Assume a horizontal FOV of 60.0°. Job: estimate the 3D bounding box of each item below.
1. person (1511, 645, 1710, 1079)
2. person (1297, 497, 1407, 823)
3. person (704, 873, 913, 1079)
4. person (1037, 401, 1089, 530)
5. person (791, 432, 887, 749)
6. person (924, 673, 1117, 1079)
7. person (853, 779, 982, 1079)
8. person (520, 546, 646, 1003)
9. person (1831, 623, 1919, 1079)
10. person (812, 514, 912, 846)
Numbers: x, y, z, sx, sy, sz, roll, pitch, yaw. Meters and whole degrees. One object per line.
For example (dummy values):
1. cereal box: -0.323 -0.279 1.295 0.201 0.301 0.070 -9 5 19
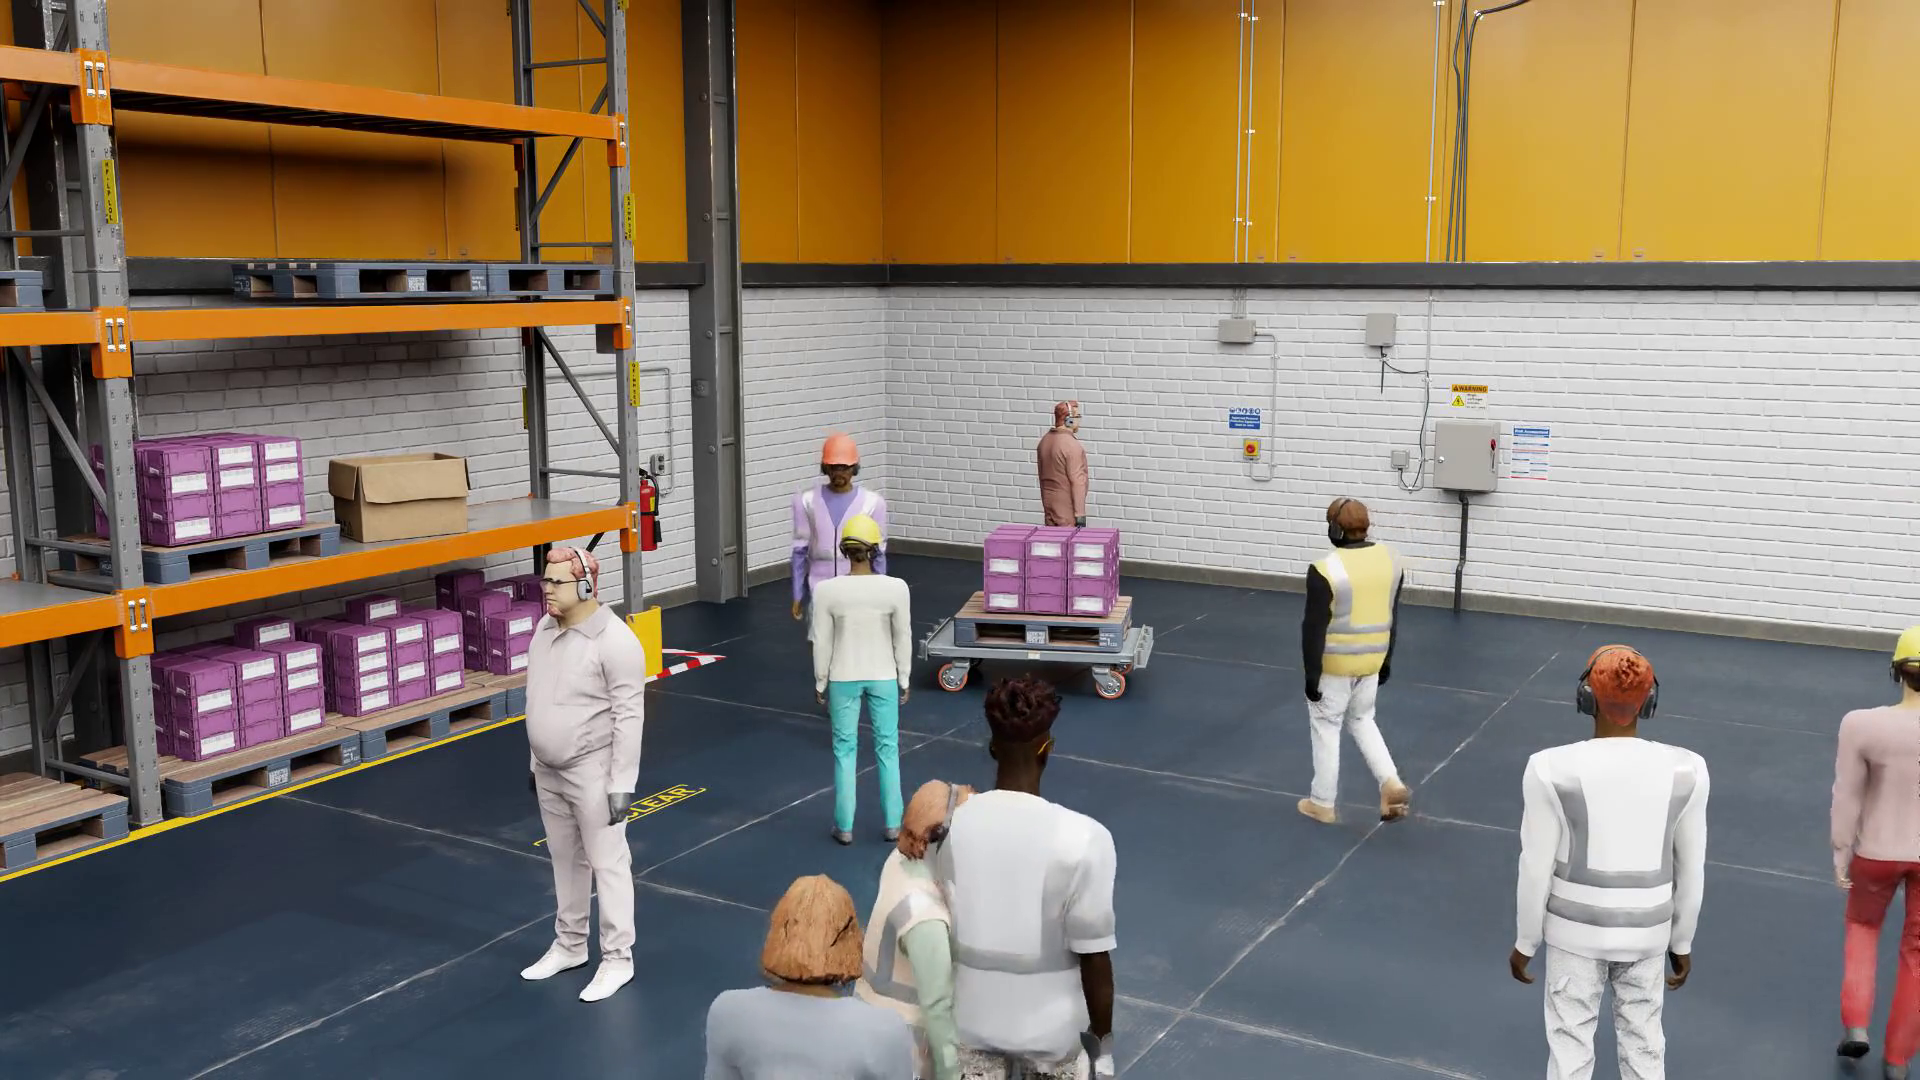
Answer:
1. person: 2.037 1.258 5.262 0.572 1.883 0.356 0 9 2
2. person: 2.127 0.678 9.044 0.640 1.830 0.606 -4 10 -26
3. person: -0.336 1.587 4.057 0.524 1.606 0.688 2 9 14
4. person: 0.949 -0.287 14.830 0.407 1.908 0.641 -5 10 -28
5. person: -0.774 0.297 10.804 0.629 2.024 0.772 1 9 5
6. person: 0.127 1.340 4.616 0.605 1.928 0.911 3 10 17
7. person: -0.131 1.461 4.810 0.436 1.617 0.534 -1 9 -4
8. person: -1.610 0.969 6.986 0.639 1.910 0.407 7 12 38
9. person: 3.551 1.169 6.227 0.531 1.755 0.377 5 11 30
10. person: -0.521 0.743 8.849 0.527 1.765 0.328 -1 9 -6
